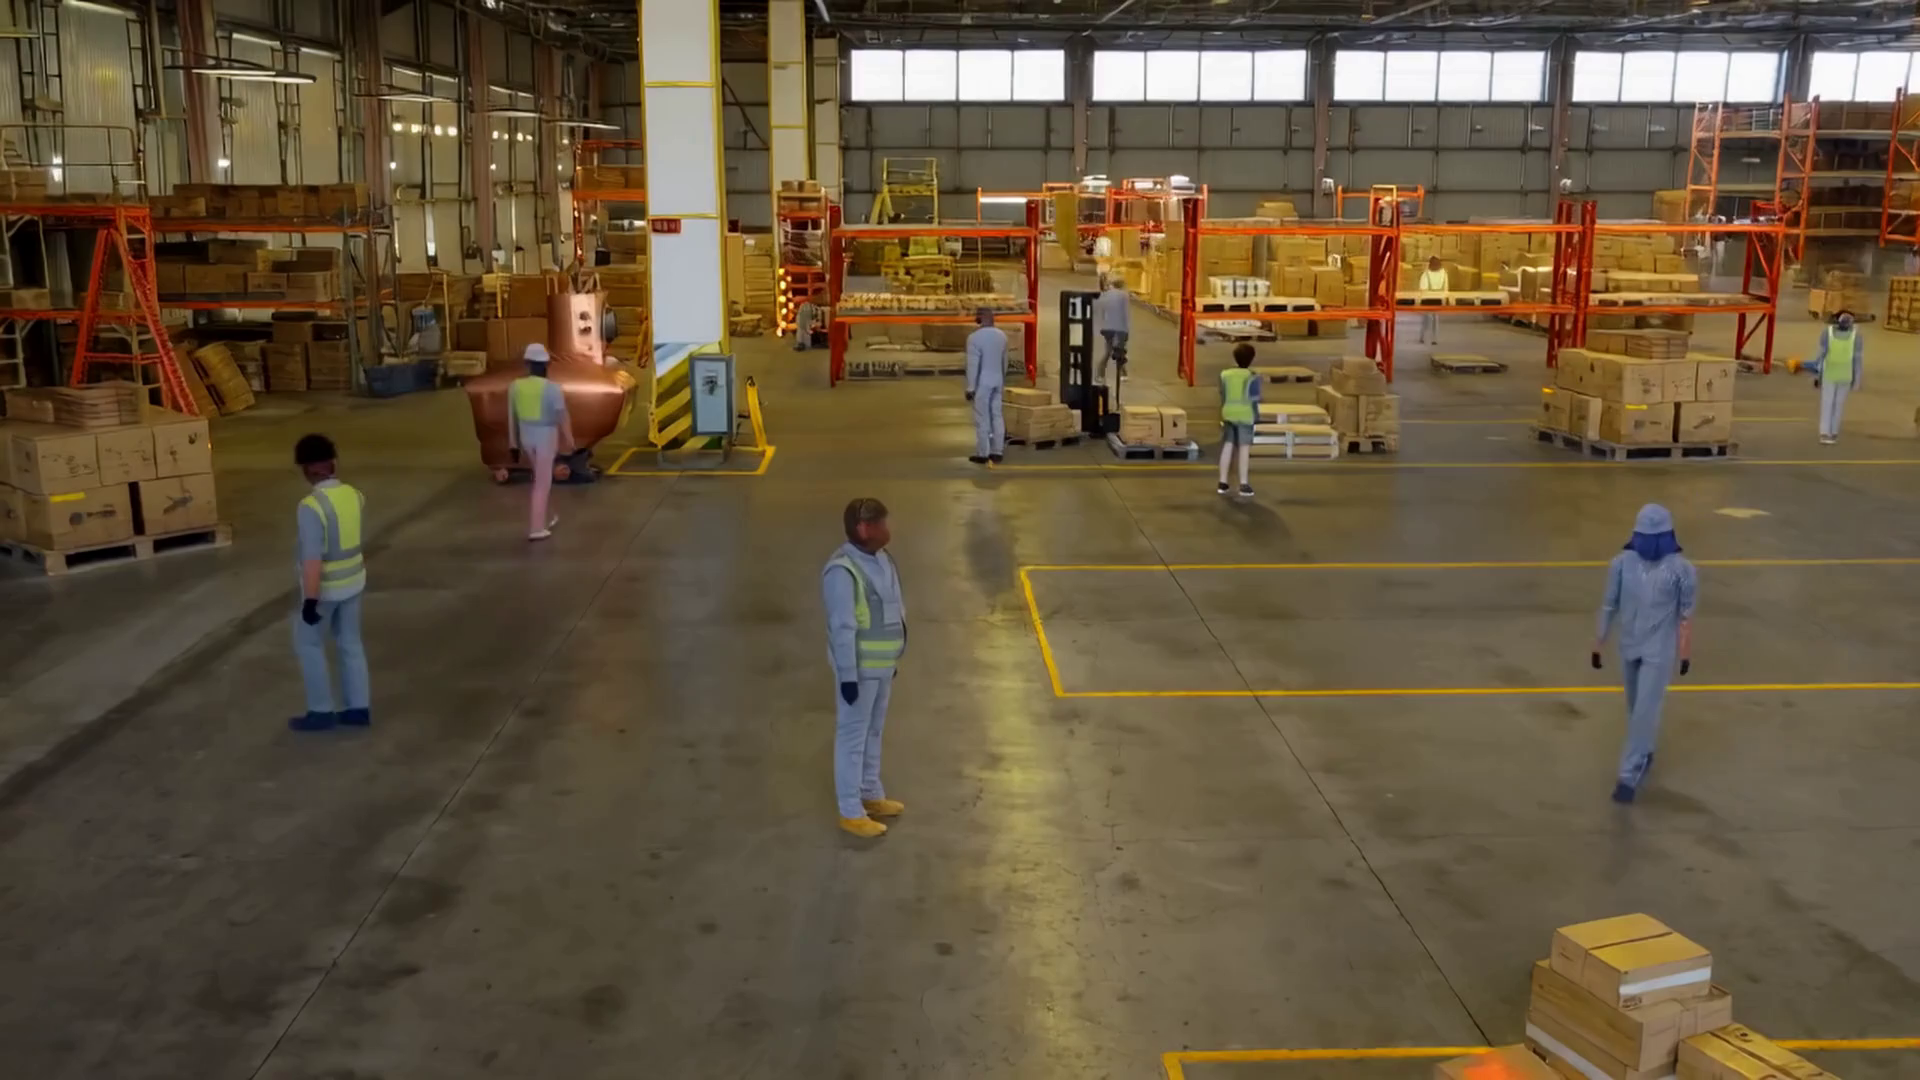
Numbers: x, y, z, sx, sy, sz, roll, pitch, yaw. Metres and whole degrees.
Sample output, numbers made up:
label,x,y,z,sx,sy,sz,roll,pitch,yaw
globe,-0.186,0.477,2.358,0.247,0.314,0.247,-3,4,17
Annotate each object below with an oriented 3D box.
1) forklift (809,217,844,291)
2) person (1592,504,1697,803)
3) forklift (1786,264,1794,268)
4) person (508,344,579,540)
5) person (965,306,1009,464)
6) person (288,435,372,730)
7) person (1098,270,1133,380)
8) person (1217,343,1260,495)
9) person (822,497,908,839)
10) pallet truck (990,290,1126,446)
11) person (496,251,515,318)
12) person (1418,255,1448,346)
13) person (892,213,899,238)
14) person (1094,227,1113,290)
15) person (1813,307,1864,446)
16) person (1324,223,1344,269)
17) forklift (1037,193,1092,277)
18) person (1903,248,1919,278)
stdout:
label,x,y,z,sx,sy,sz,roll,pitch,yaw
forklift,-4.375,-8.619,48.637,1.873,2.768,1.129,0,12,-2
person,3.951,0.617,9.635,0.503,1.690,0.922,10,16,37
forklift,30.521,-11.222,60.390,1.873,2.768,1.129,0,12,-2
person,-4.062,-0.982,16.378,0.600,1.896,0.809,5,14,23
person,0.318,-1.895,20.435,0.627,1.934,0.370,-11,17,-42
person,-4.061,0.281,10.615,0.529,1.928,0.655,3,13,11
person,2.650,-3.656,28.450,0.588,1.905,0.759,6,14,26
person,3.116,-1.349,18.535,0.322,1.689,0.531,-11,16,-40
person,-0.496,0.676,9.034,0.429,1.845,0.621,4,13,19
pallet truck,1.257,-2.299,22.111,1.885,1.965,0.823,-9,15,-35
person,-11.205,-6.261,40.839,0.323,1.631,0.523,-10,16,-38
person,9.754,-4.939,34.313,0.577,1.867,0.437,-2,13,-7
person,-2.567,-11.995,66.034,0.376,1.936,0.627,-5,13,-22
person,4.342,-8.505,50.303,0.563,1.917,0.550,-1,13,-5
person,11.489,-2.123,21.752,0.542,1.801,0.924,6,14,25
person,11.895,-9.095,52.930,0.637,1.936,0.356,1,13,5
forklift,3.432,-10.377,56.574,1.873,2.768,1.129,-5,13,-20
person,24.856,-6.816,43.419,0.533,1.584,0.879,-3,13,-14
